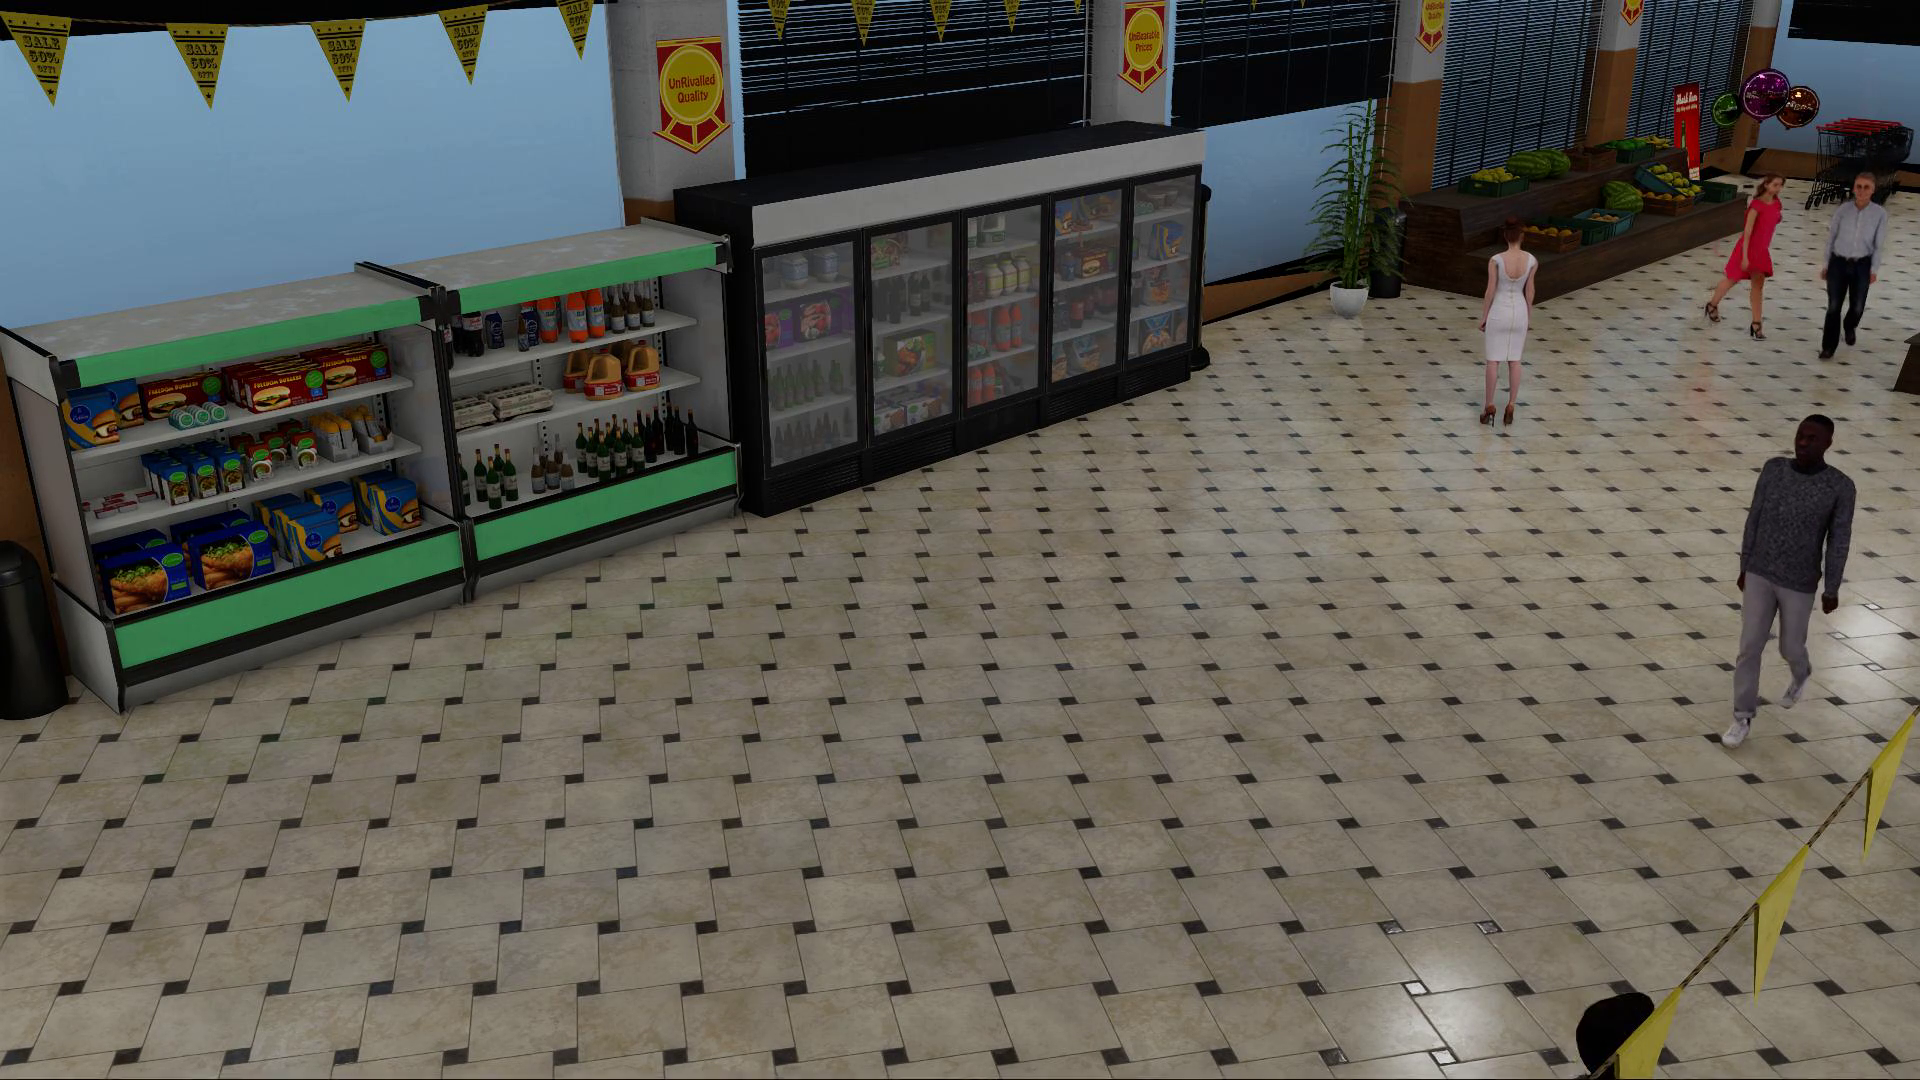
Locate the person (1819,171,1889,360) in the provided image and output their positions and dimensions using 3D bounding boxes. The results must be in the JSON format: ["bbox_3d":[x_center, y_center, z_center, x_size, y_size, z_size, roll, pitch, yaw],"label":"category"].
[{"bbox_3d":[8.610,-2.660,16.068,0.763,1.808,0.934,14,26,31],"label":"person"}]

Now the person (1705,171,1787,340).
[{"bbox_3d":[7.971,-2.909,16.896,1.126,1.653,0.989,-8,23,-19],"label":"person"}]

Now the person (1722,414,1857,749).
[{"bbox_3d":[4.476,0.197,8.946,1.043,1.816,0.676,-20,30,-41],"label":"person"}]

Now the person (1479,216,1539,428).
[{"bbox_3d":[4.616,-1.845,14.060,0.645,1.792,0.696,1,22,2],"label":"person"}]
